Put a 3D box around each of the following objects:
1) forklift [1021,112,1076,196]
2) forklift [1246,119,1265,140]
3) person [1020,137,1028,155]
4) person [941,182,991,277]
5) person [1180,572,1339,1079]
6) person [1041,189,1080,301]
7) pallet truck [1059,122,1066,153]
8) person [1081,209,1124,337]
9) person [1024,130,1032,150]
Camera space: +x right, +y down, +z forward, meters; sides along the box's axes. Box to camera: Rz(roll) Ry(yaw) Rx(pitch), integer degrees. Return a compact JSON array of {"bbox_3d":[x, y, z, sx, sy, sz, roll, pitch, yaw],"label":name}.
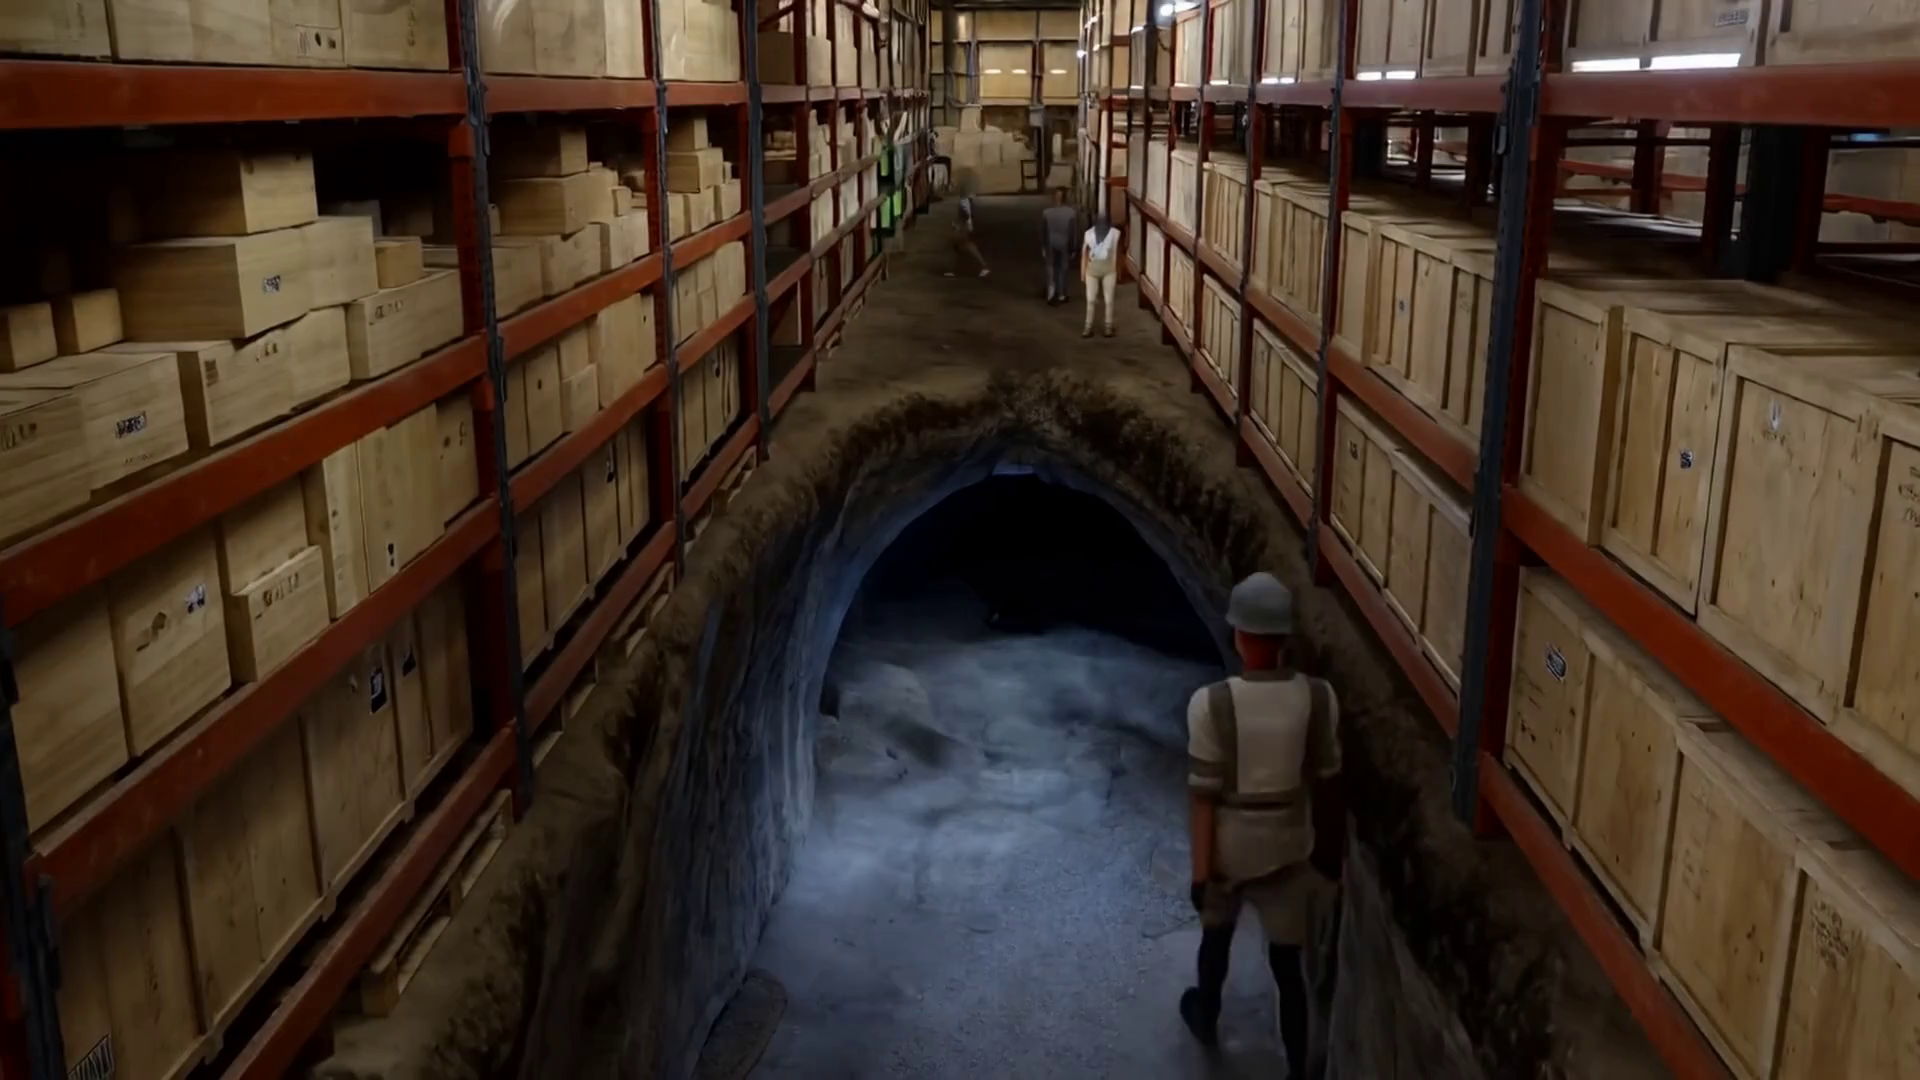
[{"bbox_3d":[3.027,-13.166,56.777,1.873,2.768,1.129,0,15,2],"label":"forklift"},{"bbox_3d":[7.709,-9.608,43.539,1.873,2.768,1.129,1,15,4],"label":"forklift"},{"bbox_3d":[2.390,-14.479,63.634,0.429,1.841,0.634,-6,16,-20],"label":"person"},{"bbox_3d":[0.130,-5.981,32.086,0.925,1.814,0.567,1,15,2],"label":"person"},{"bbox_3d":[1.051,1.053,5.780,0.564,1.887,1.004,-2,15,-8],"label":"person"},{"bbox_3d":[1.722,-5.042,28.432,0.670,1.887,0.449,2,15,9],"label":"person"},{"bbox_3d":[5.788,-21.111,88.014,1.885,1.965,0.823,5,16,18],"label":"pallet truck"},{"bbox_3d":[2.050,-3.882,24.204,0.619,1.845,0.430,5,16,19],"label":"person"},{"bbox_3d":[3.545,-21.027,87.882,0.734,1.904,0.598,11,19,36],"label":"person"}]
